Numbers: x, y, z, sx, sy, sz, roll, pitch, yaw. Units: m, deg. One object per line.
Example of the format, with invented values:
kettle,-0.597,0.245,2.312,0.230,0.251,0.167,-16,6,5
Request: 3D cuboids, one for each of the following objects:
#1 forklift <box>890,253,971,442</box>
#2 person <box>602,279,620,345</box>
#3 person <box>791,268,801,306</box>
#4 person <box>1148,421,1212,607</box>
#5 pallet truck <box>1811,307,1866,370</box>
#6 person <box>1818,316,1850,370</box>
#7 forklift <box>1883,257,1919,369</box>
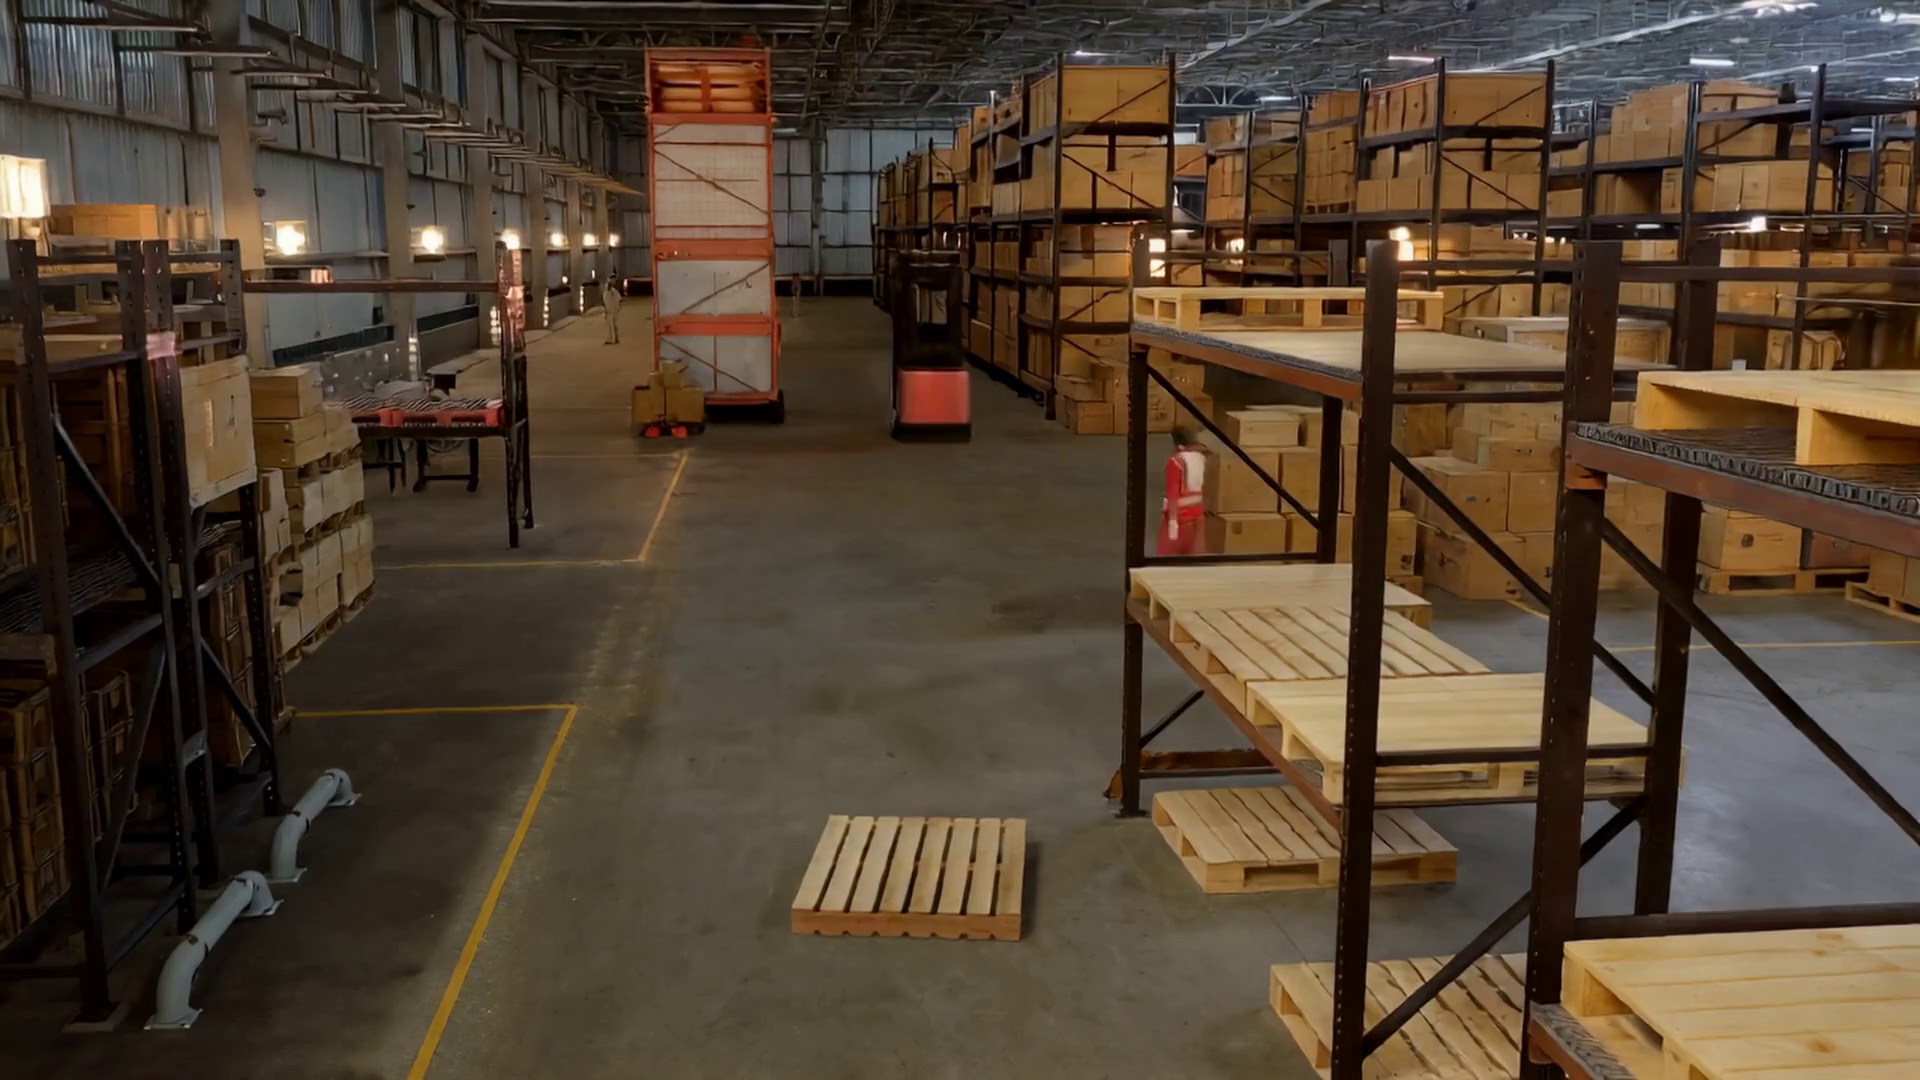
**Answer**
forklift,-0.451,-2.973,25.406,1.129,2.768,1.873,-1,10,-6
person,-10.156,-6.623,48.326,0.411,1.909,0.643,6,12,30
person,-7.587,-11.701,76.944,0.484,1.735,0.311,-1,10,-7
person,1.833,-0.161,13.391,0.871,1.590,0.526,8,13,39
pallet truck,15.846,-3.142,28.793,1.885,1.965,0.823,2,10,12
person,13.058,-2.397,24.912,0.587,1.911,0.397,-10,14,-43
forklift,11.289,-1.921,19.577,1.873,2.768,1.129,-1,10,-6
